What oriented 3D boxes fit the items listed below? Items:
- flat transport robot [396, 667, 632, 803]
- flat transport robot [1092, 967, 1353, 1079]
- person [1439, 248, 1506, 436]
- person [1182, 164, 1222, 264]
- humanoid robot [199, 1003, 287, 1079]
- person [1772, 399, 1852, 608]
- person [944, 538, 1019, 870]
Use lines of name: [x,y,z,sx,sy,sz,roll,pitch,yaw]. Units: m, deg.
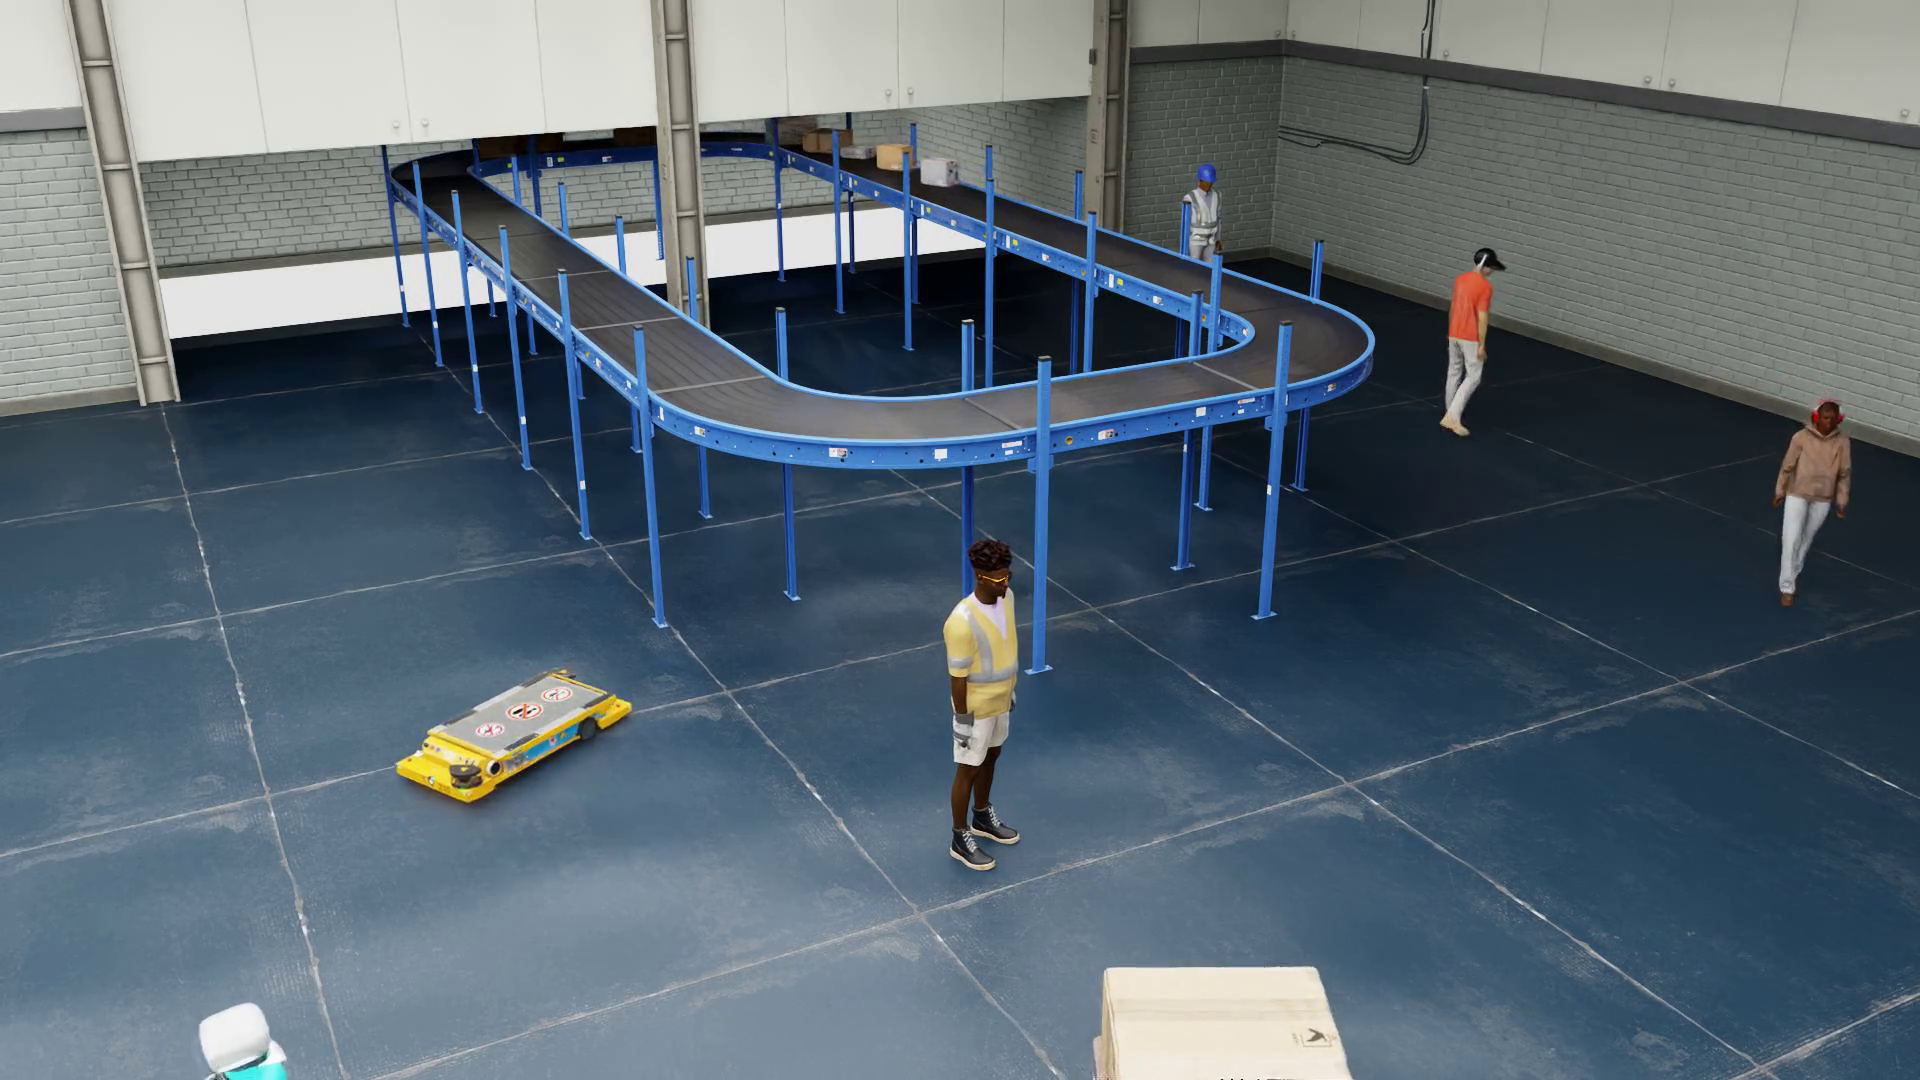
flat transport robot: [-2.873,1.242,10.805,0.659,0.231,1.431,14,26,31]
flat transport robot: [1.088,2.749,7.080,1.431,0.231,0.659,0,22,0]
person: [5.023,-2.008,16.700,0.562,1.889,0.676,-13,26,-30]
person: [3.056,-3.775,20.994,0.612,1.936,0.422,-13,26,-30]
humanoid robot: [-2.623,2.539,5.791,0.742,1.886,0.530,-17,28,-36]
person: [6.537,-0.275,12.732,0.495,1.615,0.790,5,23,12]
person: [0.143,0.900,9.390,0.362,1.963,0.612,12,25,27]
